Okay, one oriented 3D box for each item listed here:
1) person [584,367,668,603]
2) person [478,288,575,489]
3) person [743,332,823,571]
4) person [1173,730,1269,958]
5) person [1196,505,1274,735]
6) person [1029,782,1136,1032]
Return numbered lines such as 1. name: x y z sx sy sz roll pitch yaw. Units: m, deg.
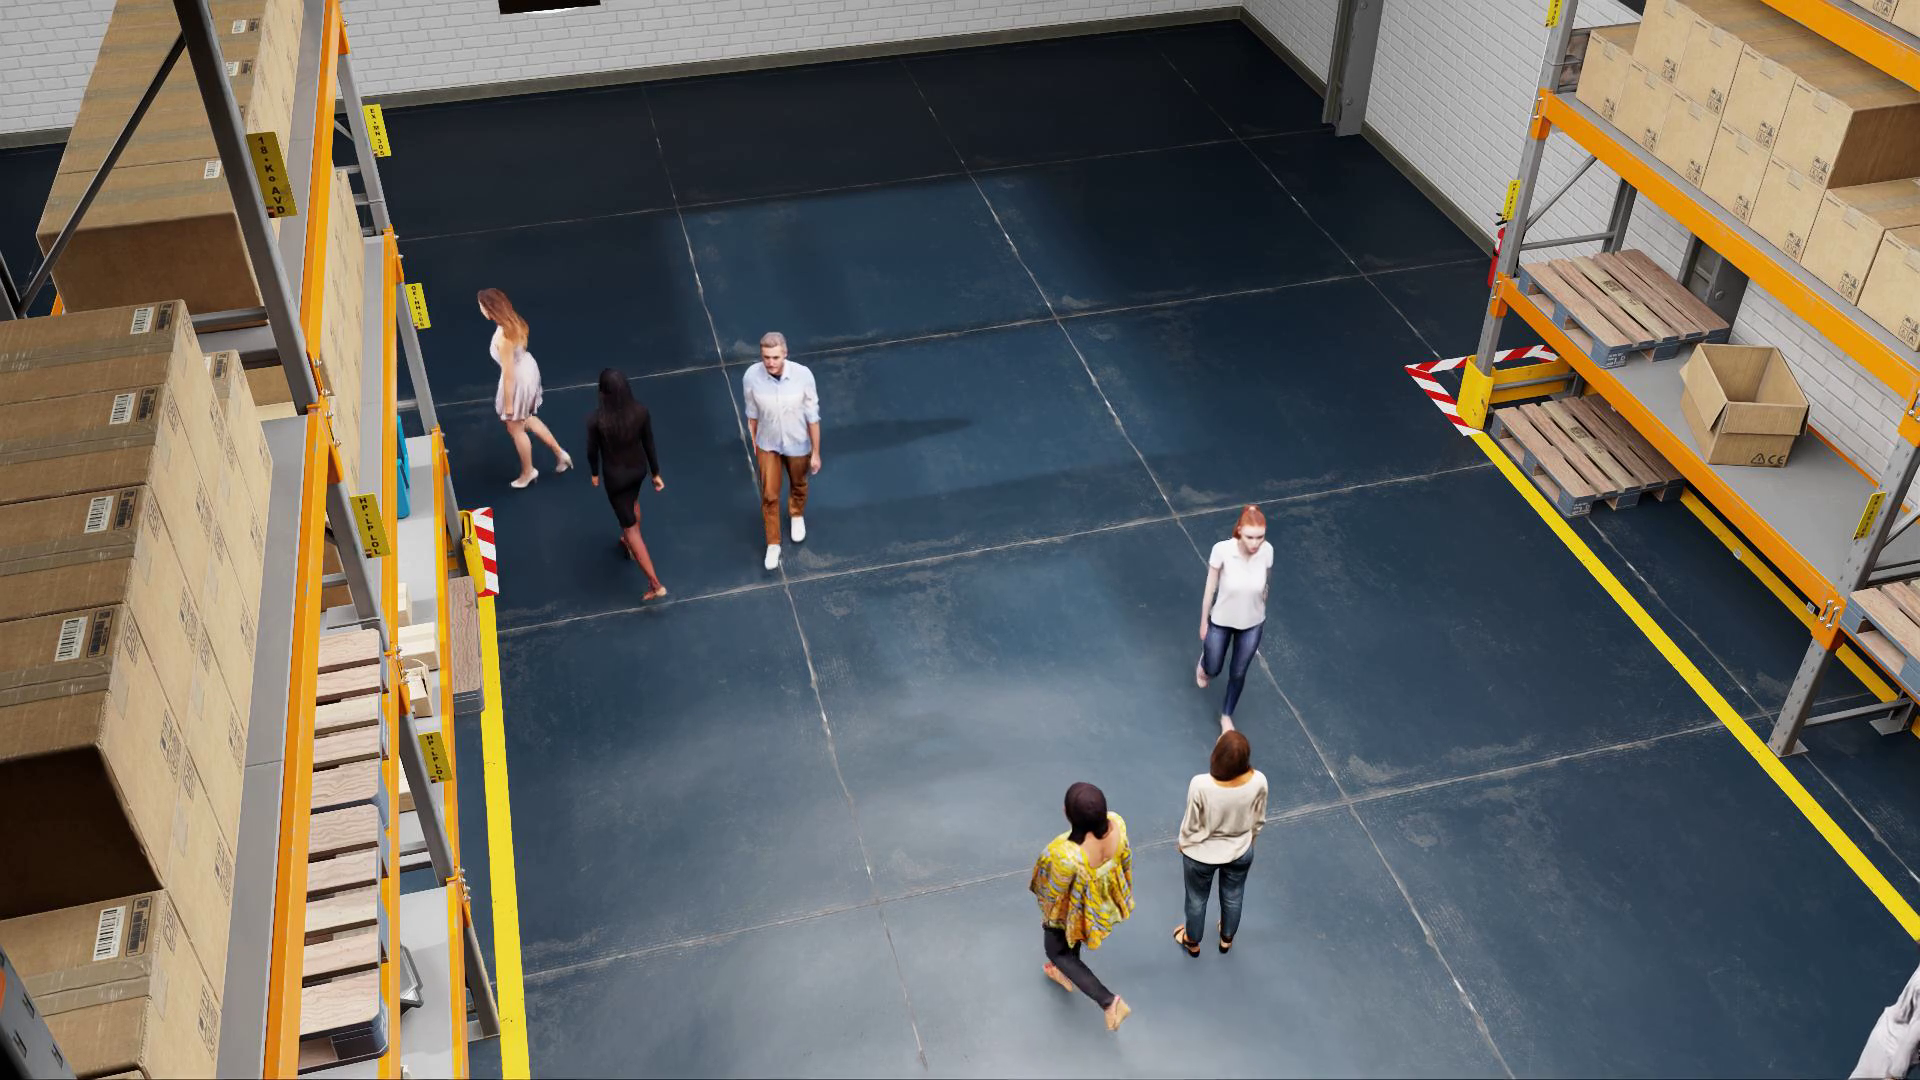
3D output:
1. person: -2.286 -0.372 11.499 0.895 1.684 1.227 -29 47 -31
2. person: -3.271 -1.115 12.375 0.738 1.751 0.712 -7 39 -8
3. person: -1.249 -0.755 11.884 0.777 1.802 0.950 -4 39 -5
4. person: 1.399 1.650 8.967 0.642 1.683 0.580 -4 39 -5
5. person: 1.694 0.462 10.419 0.665 1.728 0.919 -3 39 -4
6. person: 0.666 1.933 8.650 1.056 1.637 0.971 28 46 30
